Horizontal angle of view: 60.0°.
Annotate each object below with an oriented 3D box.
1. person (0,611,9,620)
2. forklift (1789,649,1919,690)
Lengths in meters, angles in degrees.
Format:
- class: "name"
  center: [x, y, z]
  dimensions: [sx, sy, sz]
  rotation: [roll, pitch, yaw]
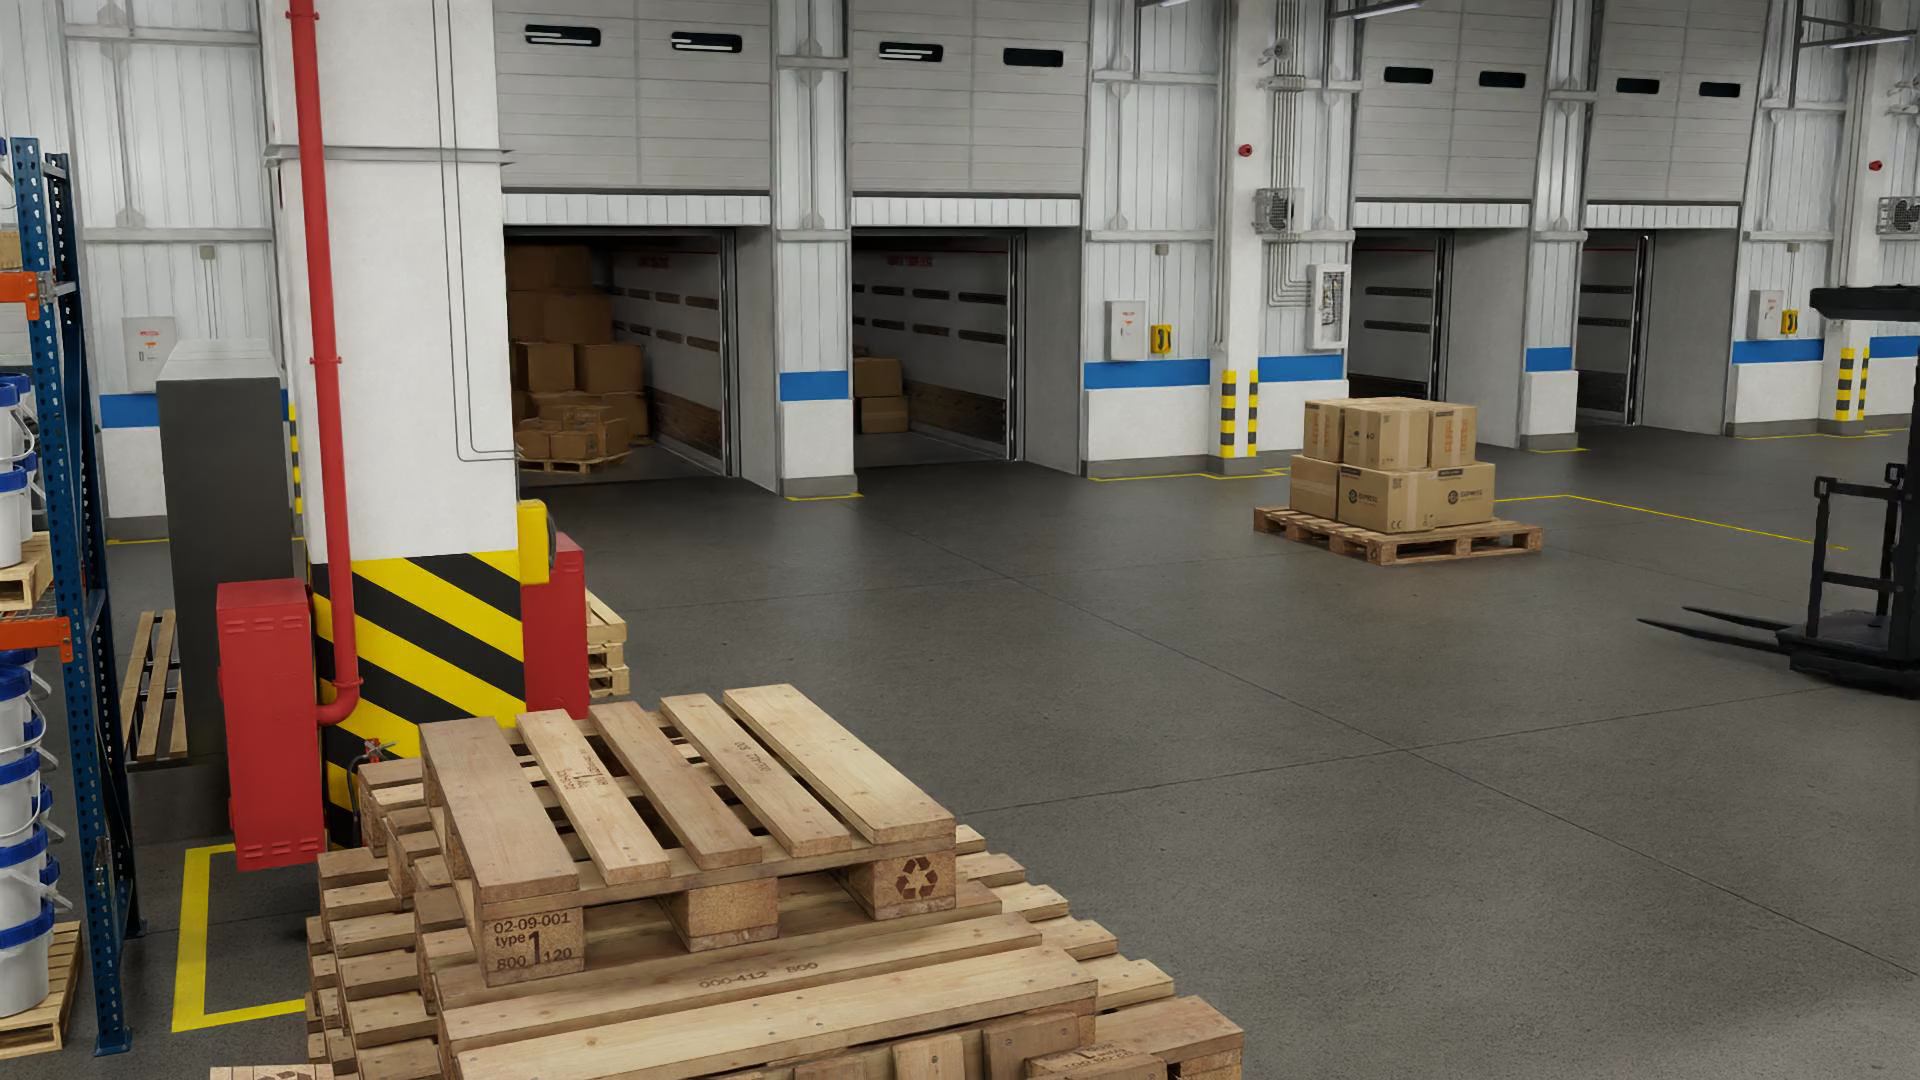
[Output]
- class: "person"
  center: [-4.951, 0.299, 8.159]
  dimensions: [0.542, 1.931, 0.366]
  rotation: [-7, 12, -34]
- class: "forklift"
  center: [6.205, -0.471, 9.782]
  dimensions: [1.129, 2.768, 1.873]
  rotation: [-8, 13, -38]
